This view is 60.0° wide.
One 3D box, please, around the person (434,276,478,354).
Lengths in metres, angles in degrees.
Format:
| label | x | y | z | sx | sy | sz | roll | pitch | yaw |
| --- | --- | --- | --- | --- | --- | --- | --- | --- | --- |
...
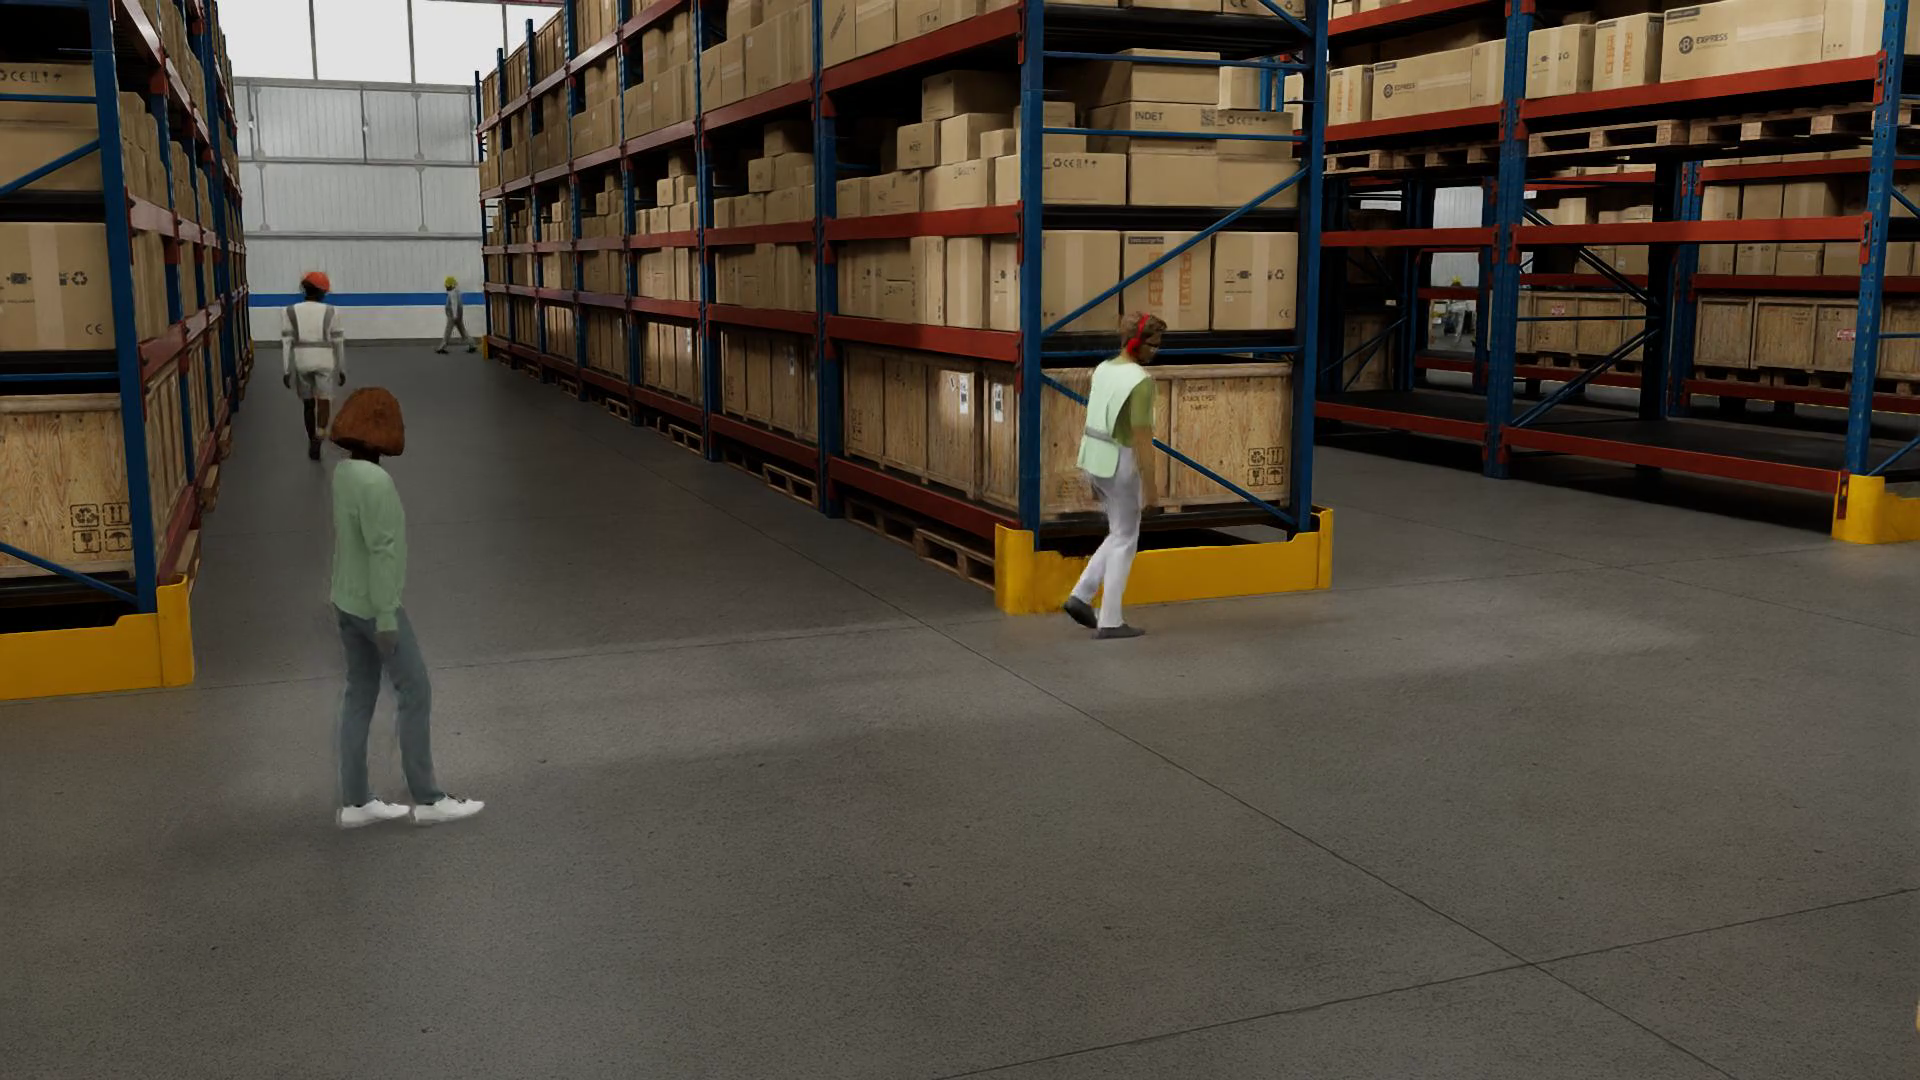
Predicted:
| label | x | y | z | sx | sy | sz | roll | pitch | yaw |
| --- | --- | --- | --- | --- | --- | --- | --- | --- | --- |
| person | -11.421 | -5.087 | 37.678 | 0.960 | 1.770 | 0.631 | -1 | 10 | -7 |

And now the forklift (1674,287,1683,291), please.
| label | x | y | z | sx | sy | sz | roll | pitch | yaw |
| --- | --- | --- | --- | --- | --- | --- | --- | --- | --- |
| forklift | 12.513 | -4.086 | 28.336 | 1.129 | 2.768 | 1.873 | -4 | 10 | -22 |

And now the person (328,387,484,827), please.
| label | x | y | z | sx | sy | sz | roll | pitch | yaw |
| --- | --- | --- | --- | --- | --- | --- | --- | --- | --- |
| person | -2.074 | 0.248 | 6.114 | 0.488 | 1.622 | 0.525 | -7 | 12 | -36 |

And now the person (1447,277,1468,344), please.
| label | x | y | z | sx | sy | sz | roll | pitch | yaw |
| --- | --- | --- | --- | --- | --- | --- | --- | --- | --- |
| person | 12.684 | -5.860 | 42.429 | 0.528 | 1.708 | 0.576 | 3 | 10 | 17 |

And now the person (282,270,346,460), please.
| label | x | y | z | sx | sy | sz | roll | pitch | yaw |
| --- | --- | --- | --- | --- | --- | --- | --- | --- | --- |
| person | -6.792 | -1.830 | 17.489 | 0.632 | 2.002 | 0.901 | -2 | 10 | -13 |

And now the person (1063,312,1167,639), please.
| label | x | y | z | sx | sy | sz | roll | pitch | yaw |
| --- | --- | --- | --- | --- | --- | --- | --- | --- | --- |
| person | 0.869 | -0.335 | 9.082 | 0.429 | 1.812 | 0.601 | -3 | 10 | -20 |
